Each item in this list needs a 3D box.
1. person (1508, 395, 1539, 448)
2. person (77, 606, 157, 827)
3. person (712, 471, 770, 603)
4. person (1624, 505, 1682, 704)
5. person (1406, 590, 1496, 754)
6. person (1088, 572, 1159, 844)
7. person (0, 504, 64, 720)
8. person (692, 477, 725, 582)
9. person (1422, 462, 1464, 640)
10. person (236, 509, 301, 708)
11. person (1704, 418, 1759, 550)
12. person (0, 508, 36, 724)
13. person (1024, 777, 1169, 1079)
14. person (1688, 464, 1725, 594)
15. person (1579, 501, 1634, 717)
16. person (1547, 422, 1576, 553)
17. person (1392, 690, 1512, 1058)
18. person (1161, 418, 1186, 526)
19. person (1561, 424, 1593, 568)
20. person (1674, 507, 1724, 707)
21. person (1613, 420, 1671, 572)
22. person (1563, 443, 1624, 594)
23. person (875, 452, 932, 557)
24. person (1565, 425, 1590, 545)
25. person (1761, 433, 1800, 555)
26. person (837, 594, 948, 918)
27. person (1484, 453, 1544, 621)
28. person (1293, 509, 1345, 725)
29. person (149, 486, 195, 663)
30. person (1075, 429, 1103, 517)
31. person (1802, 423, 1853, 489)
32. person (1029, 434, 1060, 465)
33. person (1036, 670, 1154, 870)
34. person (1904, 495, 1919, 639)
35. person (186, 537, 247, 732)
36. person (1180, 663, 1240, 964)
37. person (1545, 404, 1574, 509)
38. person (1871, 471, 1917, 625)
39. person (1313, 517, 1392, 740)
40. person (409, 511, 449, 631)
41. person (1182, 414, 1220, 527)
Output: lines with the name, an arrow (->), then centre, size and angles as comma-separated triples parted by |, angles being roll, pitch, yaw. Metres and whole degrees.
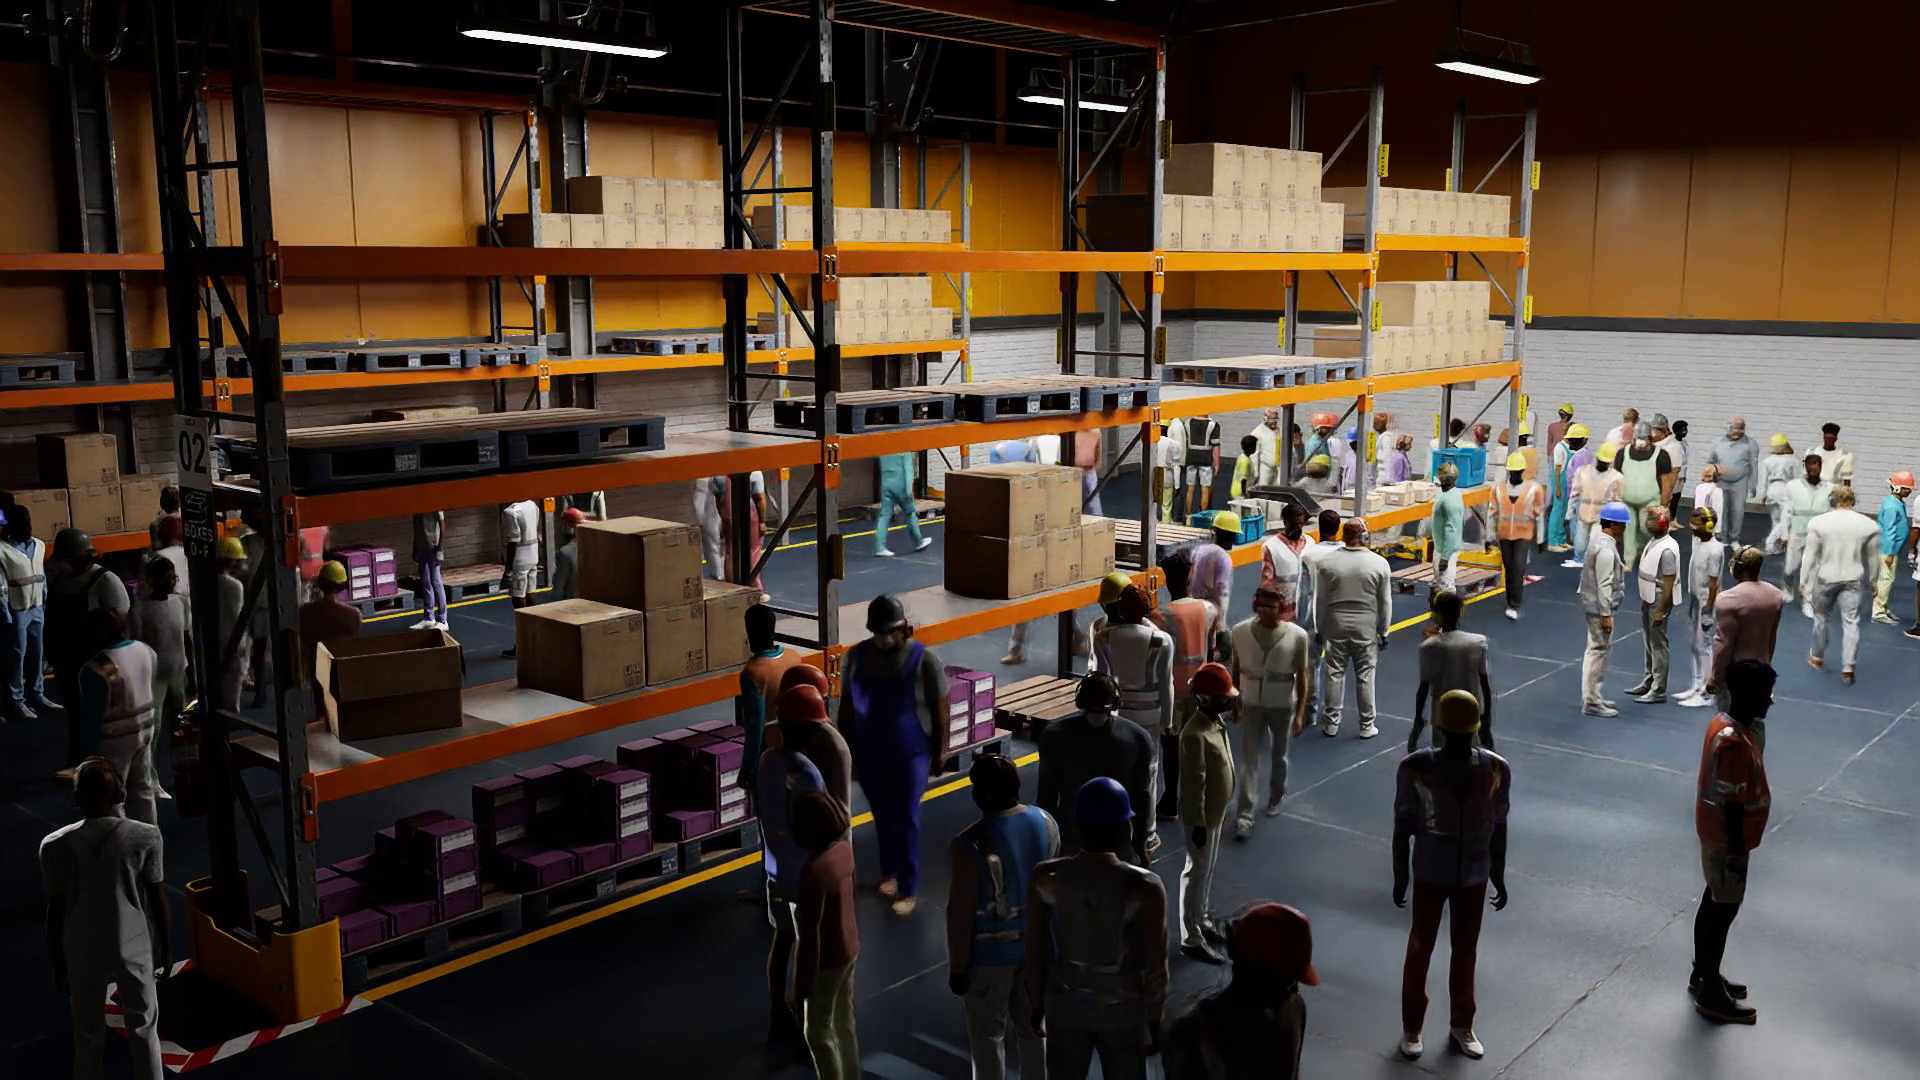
person -> 9.378, -1.502, 27.762 | 0.573, 1.877, 0.353 | -4, 10, -20
person -> -5.529, 1.339, 10.905 | 0.428, 1.841, 0.640 | 2, 10, 13
person -> -2.573, -0.263, 19.855 | 0.682, 2.000, 0.537 | 5, 11, 25
person -> 6.435, 0.589, 15.345 | 0.390, 1.846, 0.565 | 1, 10, 9
person -> 3.377, 1.264, 11.385 | 0.591, 1.837, 0.388 | -2, 10, -11
person -> 1.132, 1.166, 11.716 | 0.591, 1.912, 0.399 | 8, 12, 40
person -> -8.376, 0.632, 14.869 | 0.392, 1.922, 0.593 | 2, 10, 11
person -> -3.090, -0.279, 20.405 | 0.431, 1.889, 0.667 | 1, 10, 5
person -> 5.188, 0.130, 17.814 | 0.365, 1.939, 0.636 | 2, 10, 12
person -> -6.301, 0.572, 15.217 | 0.567, 1.930, 0.386 | -5, 11, -28
person -> 10.881, -0.795, 23.510 | 0.721, 1.890, 0.431 | 8, 13, 41
person -> -8.527, 0.644, 14.714 | 0.389, 1.949, 0.604 | 3, 10, 18
person -> 0.570, 1.946, 6.956 | 0.606, 1.944, 0.403 | 3, 10, 16
person -> 9.054, -0.112, 20.182 | 0.315, 1.635, 0.518 | -1, 10, -5
person -> 5.779, 0.614, 14.937 | 0.420, 1.938, 0.611 | 3, 10, 17
person -> 8.480, -0.744, 23.339 | 0.349, 1.838, 0.506 | 9, 13, 42
person -> 2.509, 1.696, 8.495 | 0.595, 1.925, 0.371 | 0, 10, 0
person -> 3.258, -1.176, 25.439 | 0.395, 1.993, 0.614 | 1, 10, 3
person -> 8.215, -0.589, 22.186 | 0.394, 1.918, 0.592 | 5, 11, 29
person -> 6.778, 0.612, 15.207 | 0.339, 1.855, 0.493 | 1, 10, 8
person -> 8.866, -0.579, 21.740 | 0.697, 2.000, 0.543 | 7, 12, 34
person -> 7.808, -0.285, 20.453 | 0.675, 1.881, 0.659 | 7, 12, 37
person -> -0.830, -0.698, 23.080 | 0.700, 1.830, 1.003 | 8, 12, 39
person -> 8.779, -0.760, 23.670 | 0.527, 1.760, 0.340 | -5, 11, -30
person -> 11.314, -0.616, 22.965 | 0.669, 1.705, 0.503 | -7, 12, -36
person -> -0.478, 1.317, 10.423 | 0.685, 2.000, 0.807 | 3, 10, 20
person -> 6.263, -0.031, 18.889 | 0.620, 1.889, 0.910 | 6, 11, 33
person -> 3.227, 0.683, 14.621 | 0.602, 1.906, 0.411 | -3, 10, -16
person -> -7.837, 0.373, 16.686 | 0.509, 1.838, 0.333 | -9, 13, -43
person -> 1.869, -1.004, 24.575 | 0.602, 1.931, 1.048 | -3, 10, -20
person -> 11.421, -0.580, 22.021 | 0.654, 1.940, 0.833 | 9, 13, 42
person -> 1.267, -0.867, 23.952 | 0.591, 1.864, 0.709 | 0, 10, 1
person -> 0.717, 1.628, 8.891 | 0.627, 1.934, 0.372 | 0, 10, -2
person -> 10.532, 0.103, 17.933 | 0.610, 1.958, 0.367 | 0, 10, 0
person -> -6.334, 0.839, 14.192 | 0.554, 1.729, 0.586 | 5, 11, 27
person -> 1.456, 1.574, 9.741 | 0.326, 1.752, 0.559 | 3, 10, 19
person -> 9.832, -1.343, 27.168 | 0.341, 1.752, 0.532 | -8, 12, -38
person -> 10.489, 0.087, 18.675 | 0.354, 1.737, 0.573 | 6, 11, 33
person -> 3.347, 0.751, 14.210 | 0.651, 1.903, 0.403 | 3, 10, 17
person -> -5.850, 0.093, 18.242 | 0.534, 1.869, 0.315 | 8, 12, 39
person -> 3.683, -1.189, 25.423 | 0.611, 2.032, 0.411 | 5, 11, 26
